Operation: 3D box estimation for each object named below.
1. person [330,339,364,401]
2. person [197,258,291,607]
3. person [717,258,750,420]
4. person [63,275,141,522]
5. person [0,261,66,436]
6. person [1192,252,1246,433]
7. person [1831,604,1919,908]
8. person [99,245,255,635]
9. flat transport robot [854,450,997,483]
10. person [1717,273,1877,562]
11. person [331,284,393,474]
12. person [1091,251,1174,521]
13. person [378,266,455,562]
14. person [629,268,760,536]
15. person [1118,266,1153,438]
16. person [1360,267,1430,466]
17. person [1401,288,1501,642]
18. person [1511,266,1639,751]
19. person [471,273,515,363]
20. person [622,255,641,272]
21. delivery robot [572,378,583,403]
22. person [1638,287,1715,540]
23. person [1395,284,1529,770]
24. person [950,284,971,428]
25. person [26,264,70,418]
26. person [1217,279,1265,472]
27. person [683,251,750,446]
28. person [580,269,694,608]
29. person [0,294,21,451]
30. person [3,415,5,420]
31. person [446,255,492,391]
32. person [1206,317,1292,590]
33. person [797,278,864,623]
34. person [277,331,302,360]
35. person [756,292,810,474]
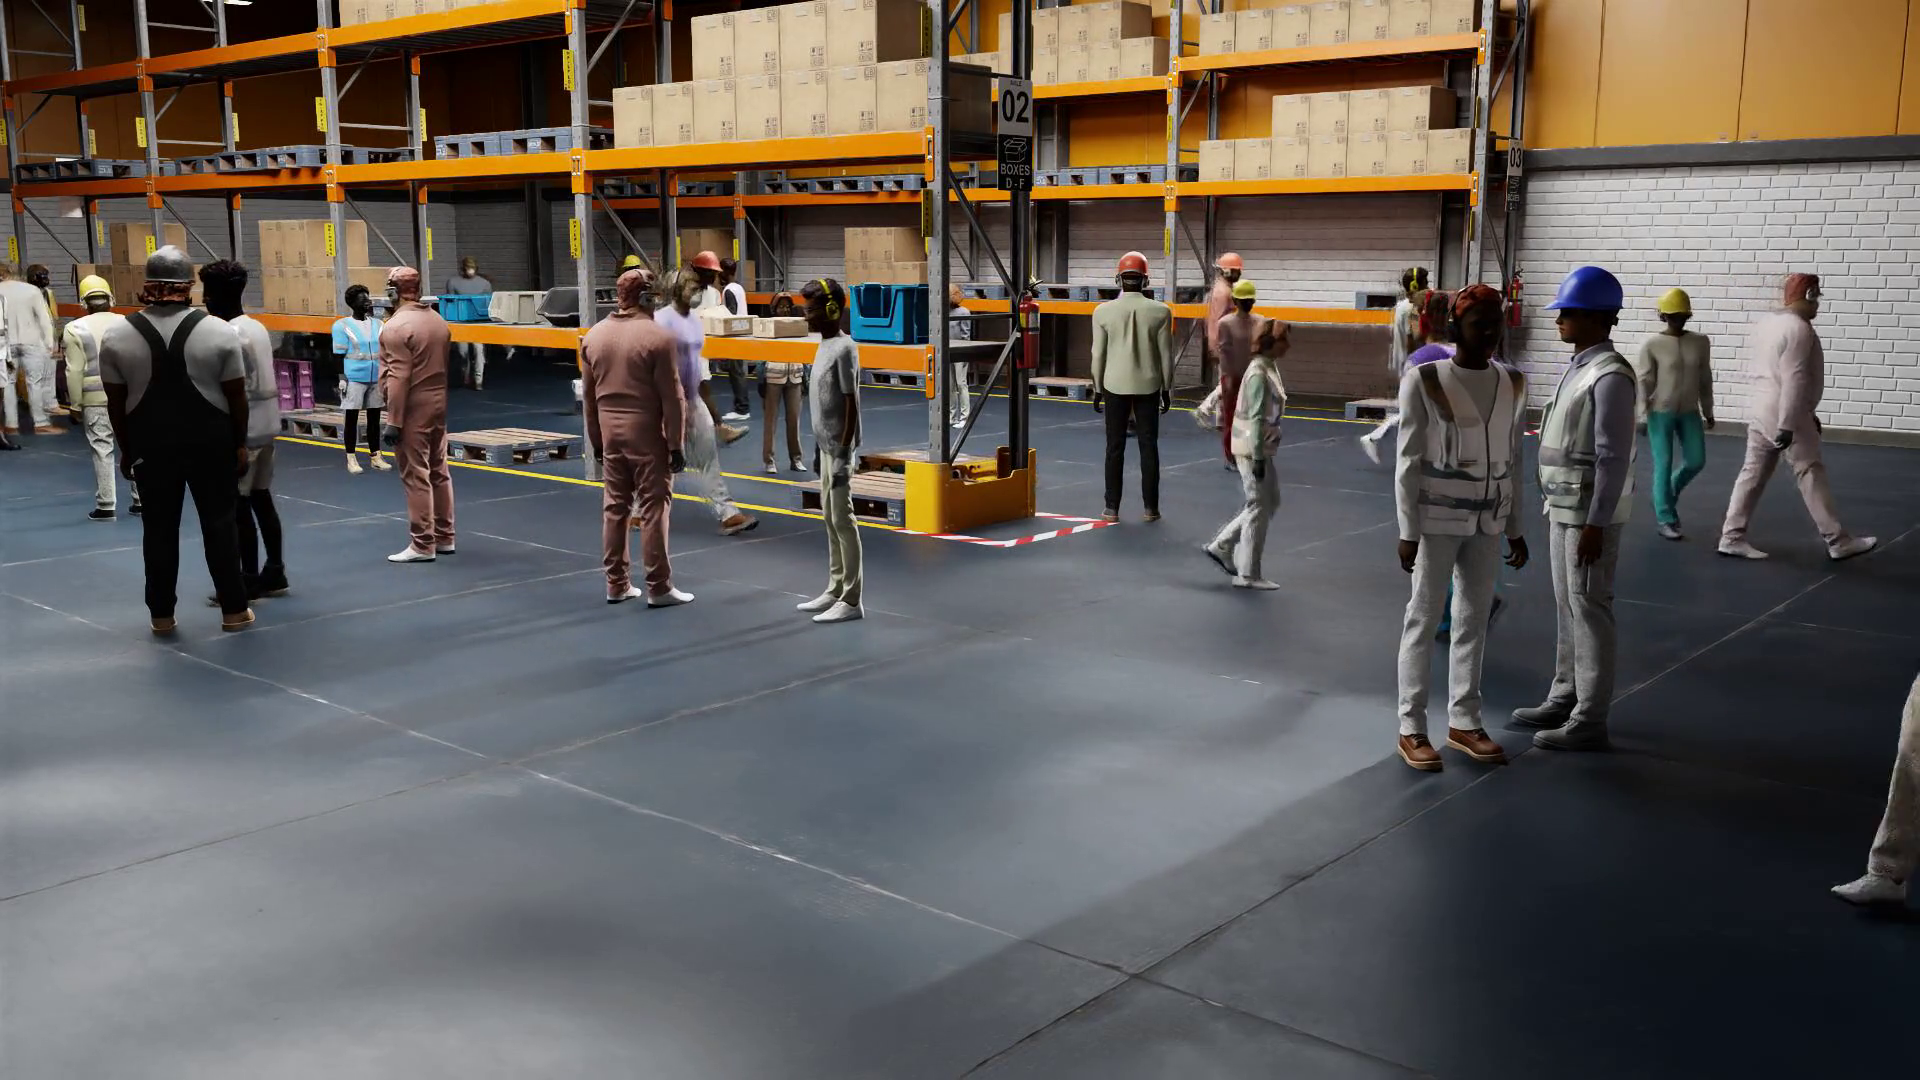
[{"bbox_3d":[-8.095,-2.677,22.099,0.861,1.644,0.544,3,10,16],"label":"person"},{"bbox_3d":[-4.076,-0.603,9.428,0.383,1.965,0.643,-1,10,-3],"label":"person"},{"bbox_3d":[-2.669,-2.380,19.730,0.409,1.908,0.597,0,10,1],"label":"person"},{"bbox_3d":[-6.334,-1.044,12.352,0.404,1.822,0.591,8,13,37],"label":"person"},{"bbox_3d":[-10.138,-2.064,17.991,0.761,1.899,0.372,-3,10,-17],"label":"person"},{"bbox_3d":[2.863,-2.122,18.046,0.466,1.982,0.617,1,10,7],"label":"person"},{"bbox_3d":[2.977,0.358,4.925,0.724,1.610,0.540,-4,11,-22],"label":"person"},{"bbox_3d":[-4.087,-0.522,8.752,0.682,2.000,0.537,-3,10,-16],"label":"person"},{"bbox_3d":[-0.182,-0.620,14.348,1.431,0.197,0.652,9,13,41],"label":"flat transport robot"},{"bbox_3d":[5.439,-0.785,10.773,0.958,1.856,0.654,1,10,3],"label":"person"},{"bbox_3d":[-5.385,-1.449,15.000,0.317,1.700,0.538,7,12,36],"label":"person"},{"bbox_3d":[1.275,-1.128,12.331,0.609,1.995,0.375,1,10,4],"label":"person"},{"bbox_3d":[-3.546,-0.807,10.770,0.400,1.903,0.645,2,10,12],"label":"person"},{"bbox_3d":[-1.930,-0.946,11.640,1.045,1.881,0.640,5,11,26],"label":"person"},{"bbox_3d":[1.865,-2.058,17.839,0.379,1.927,0.561,2,10,13],"label":"person"},{"bbox_3d":[4.031,-1.542,15.088,0.613,1.859,0.529,2,10,12],"label":"person"},{"bbox_3d":[2.474,-0.340,8.354,0.559,1.830,0.575,-8,13,-38],"label":"person"},{"bbox_3d":[2.517,-0.122,6.736,0.389,1.949,0.604,1,10,6],"label":"person"},{"bbox_3d":[-8.281,-3.921,29.362,0.700,1.596,0.516,-4,11,-22],"label":"person"},{"bbox_3d":[-4.908,-3.350,25.210,0.397,1.918,0.588,2,10,10],"label":"person"},{"bbox_3d":[-4.366,-1.853,20.294,0.707,0.478,0.477,-1,10,-7],"label":"delivery robot"},{"bbox_3d":[5.013,-0.891,11.651,0.558,1.744,0.508,-1,10,-5],"label":"person"},{"bbox_3d":[1.961,-0.046,6.502,0.574,1.880,0.355,-3,11,-19],"label":"person"},{"bbox_3d":[-0.082,-2.078,18.803,0.299,1.623,0.503,-10,14,-44],"label":"person"},{"bbox_3d":[-11.020,-2.385,19.960,0.428,1.836,0.625,2,10,11],"label":"person"},{"bbox_3d":[2.550,-1.465,14.968,0.533,1.745,0.497,-3,10,-17],"label":"person"},{"bbox_3d":[-2.593,-1.944,17.021,1.065,1.983,0.622,5,11,26],"label":"person"},{"bbox_3d":[-1.809,-0.571,9.419,0.651,1.904,0.402,5,11,27],"label":"person"},{"bbox_3d":[-9.610,-1.820,16.470,0.385,1.927,0.545,4,11,22],"label":"person"},{"bbox_3d":[-11.437,-2.295,19.484,0.434,1.814,0.609,4,11,23],"label":"person"},{"bbox_3d":[-6.990,-3.095,23.755,0.640,1.918,0.622,-3,10,-16],"label":"person"},{"bbox_3d":[1.743,-0.510,9.876,0.408,1.621,0.555,2,10,13],"label":"person"},{"bbox_3d":[-0.697,-0.481,9.025,0.330,1.865,0.518,-3,10,-17],"label":"person"},{"bbox_3d":[-11.197,-3.758,27.896,0.624,1.799,0.472,8,13,38],"label":"person"},{"bbox_3d":[-1.602,-1.415,14.999,0.512,1.634,0.312,-6,11,-30],"label":"person"}]
